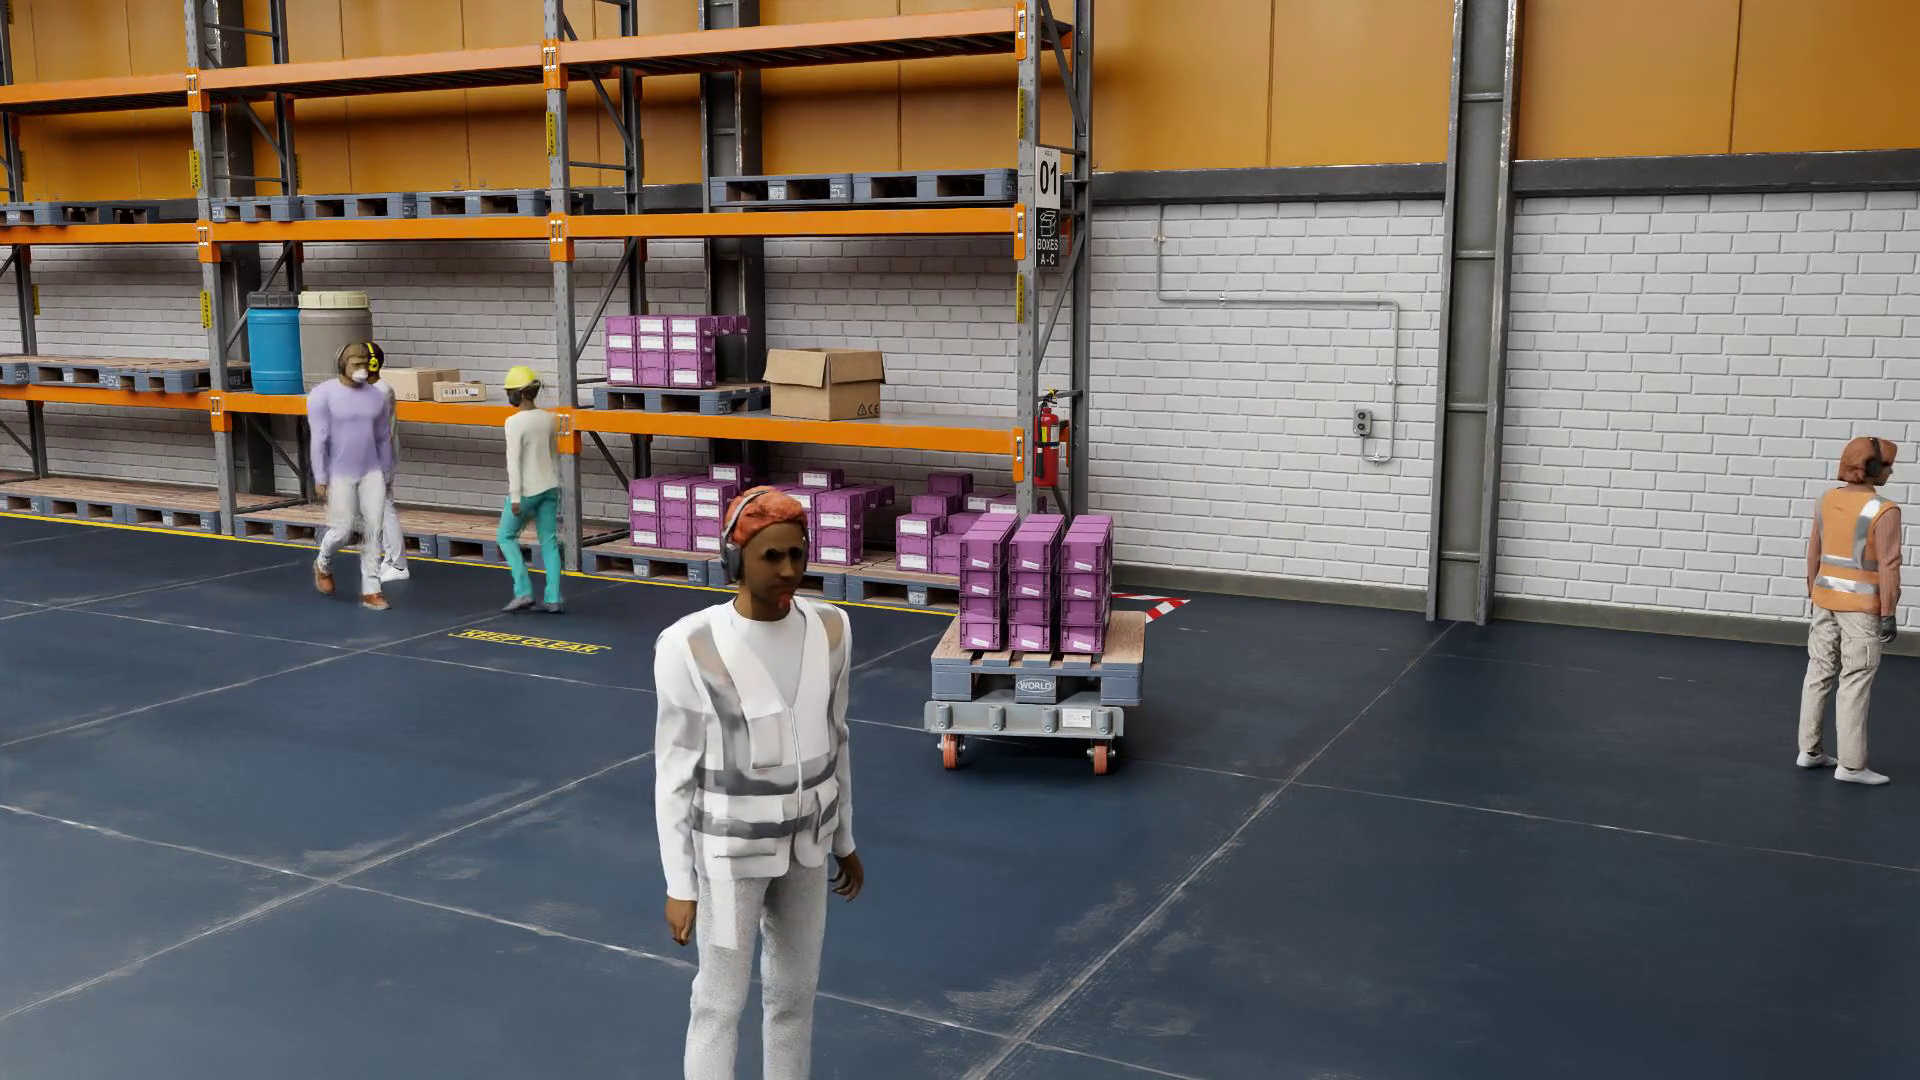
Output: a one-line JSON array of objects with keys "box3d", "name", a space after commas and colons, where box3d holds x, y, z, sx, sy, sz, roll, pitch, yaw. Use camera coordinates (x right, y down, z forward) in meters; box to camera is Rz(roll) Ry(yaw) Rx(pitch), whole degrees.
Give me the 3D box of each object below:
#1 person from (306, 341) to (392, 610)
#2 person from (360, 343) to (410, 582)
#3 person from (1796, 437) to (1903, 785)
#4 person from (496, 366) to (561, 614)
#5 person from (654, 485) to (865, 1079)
[{"box3d": [-4.352, -0.462, 11.871, 0.637, 1.916, 0.633, 8, 12, 41], "name": "person"}, {"box3d": [-4.523, -0.605, 12.954, 0.318, 1.860, 0.509, -5, 11, -30], "name": "person"}, {"box3d": [4.212, 0.329, 7.863, 0.311, 1.636, 0.521, -2, 9, -14], "name": "person"}, {"box3d": [-3.031, -0.342, 11.638, 0.523, 1.746, 0.553, 4, 10, 25], "name": "person"}, {"box3d": [-0.497, 0.798, 4.208, 0.585, 1.882, 0.337, -8, 12, -41], "name": "person"}]
